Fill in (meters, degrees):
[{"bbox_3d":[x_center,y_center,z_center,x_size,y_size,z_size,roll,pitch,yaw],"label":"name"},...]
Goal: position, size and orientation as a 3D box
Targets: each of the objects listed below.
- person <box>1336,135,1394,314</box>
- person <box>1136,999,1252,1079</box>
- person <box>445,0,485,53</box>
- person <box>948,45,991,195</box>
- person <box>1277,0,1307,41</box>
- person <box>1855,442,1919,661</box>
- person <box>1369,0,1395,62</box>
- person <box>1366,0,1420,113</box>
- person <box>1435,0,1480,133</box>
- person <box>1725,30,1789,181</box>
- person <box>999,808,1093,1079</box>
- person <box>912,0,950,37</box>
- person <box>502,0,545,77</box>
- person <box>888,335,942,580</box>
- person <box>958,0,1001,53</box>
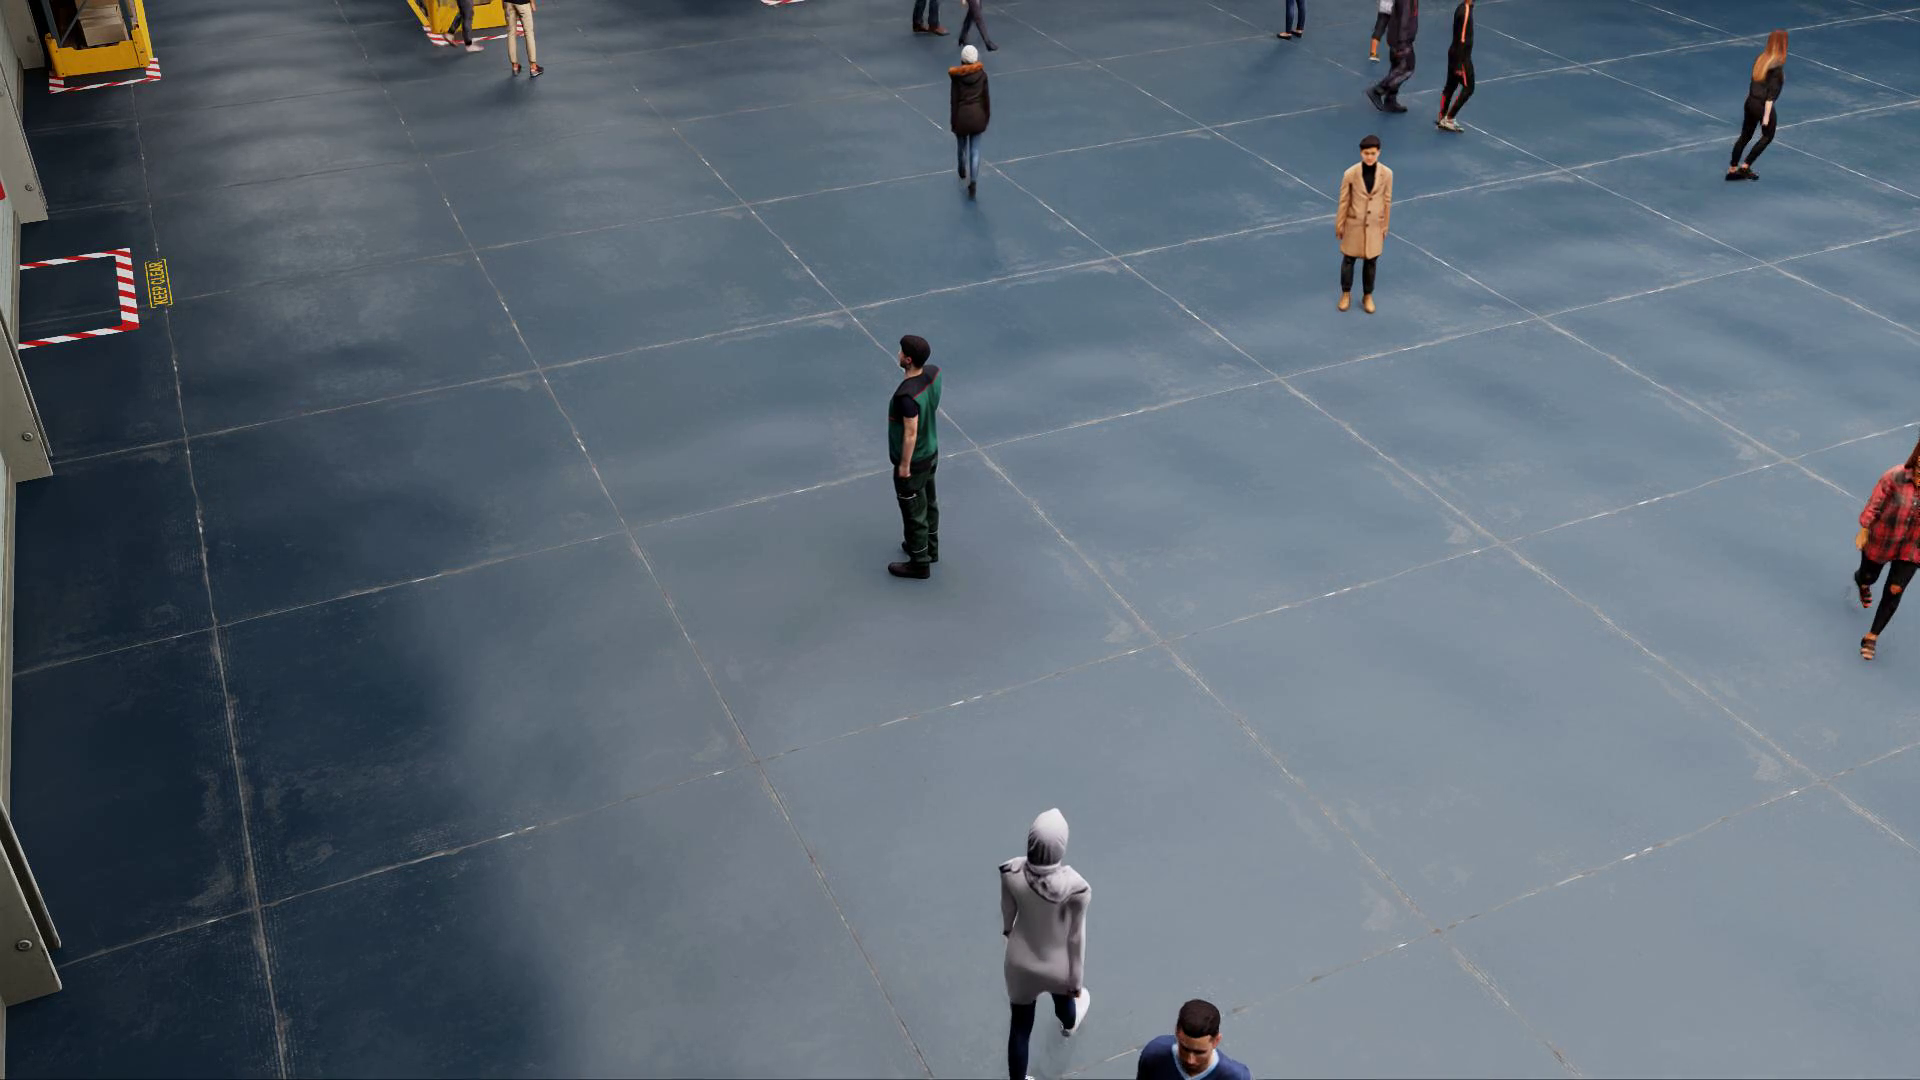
[{"bbox_3d":[3.829,-3.024,15.806,0.764,1.723,0.789,3,33,4],"label":"person"},{"bbox_3d":[0.980,2.552,7.129,0.733,1.835,0.803,14,36,21],"label":"person"},{"bbox_3d":[-6.913,-7.550,22.671,0.834,1.825,0.723,-21,38,-28],"label":"person"},{"bbox_3d":[0.118,-4.601,18.350,0.852,1.592,1.125,-4,33,-6],"label":"person"},{"bbox_3d":[4.728,-7.926,23.343,0.616,1.722,0.541,-19,38,-27],"label":"person"},{"bbox_3d":[6.320,-0.018,11.225,0.990,1.677,1.030,11,35,16],"label":"person"},{"bbox_3d":[5.815,-7.267,22.604,1.018,1.425,0.935,24,40,32],"label":"person"},{"bbox_3d":[5.363,-6.210,20.625,0.955,1.810,0.900,8,34,12],"label":"person"},{"bbox_3d":[5.919,-5.801,20.002,0.820,1.803,0.722,5,33,7],"label":"person"},{"bbox_3d":[8.858,-4.831,18.607,0.747,1.698,0.612,-6,33,-9],"label":"person"},{"bbox_3d":[0.356,2.081,7.934,1.063,1.747,1.113,12,35,18],"label":"person"},{"bbox_3d":[-0.545,-8.101,23.466,1.021,1.882,0.964,9,34,14],"label":"person"},{"bbox_3d":[-5.841,-7.080,21.921,0.706,1.854,0.741,8,34,11],"label":"person"},{"bbox_3d":[-0.315,-0.609,11.929,0.813,1.900,0.746,10,34,15],"label":"person"},{"bbox_3d":[0.141,-7.495,22.838,1.077,1.551,0.903,22,39,30],"label":"person"}]
